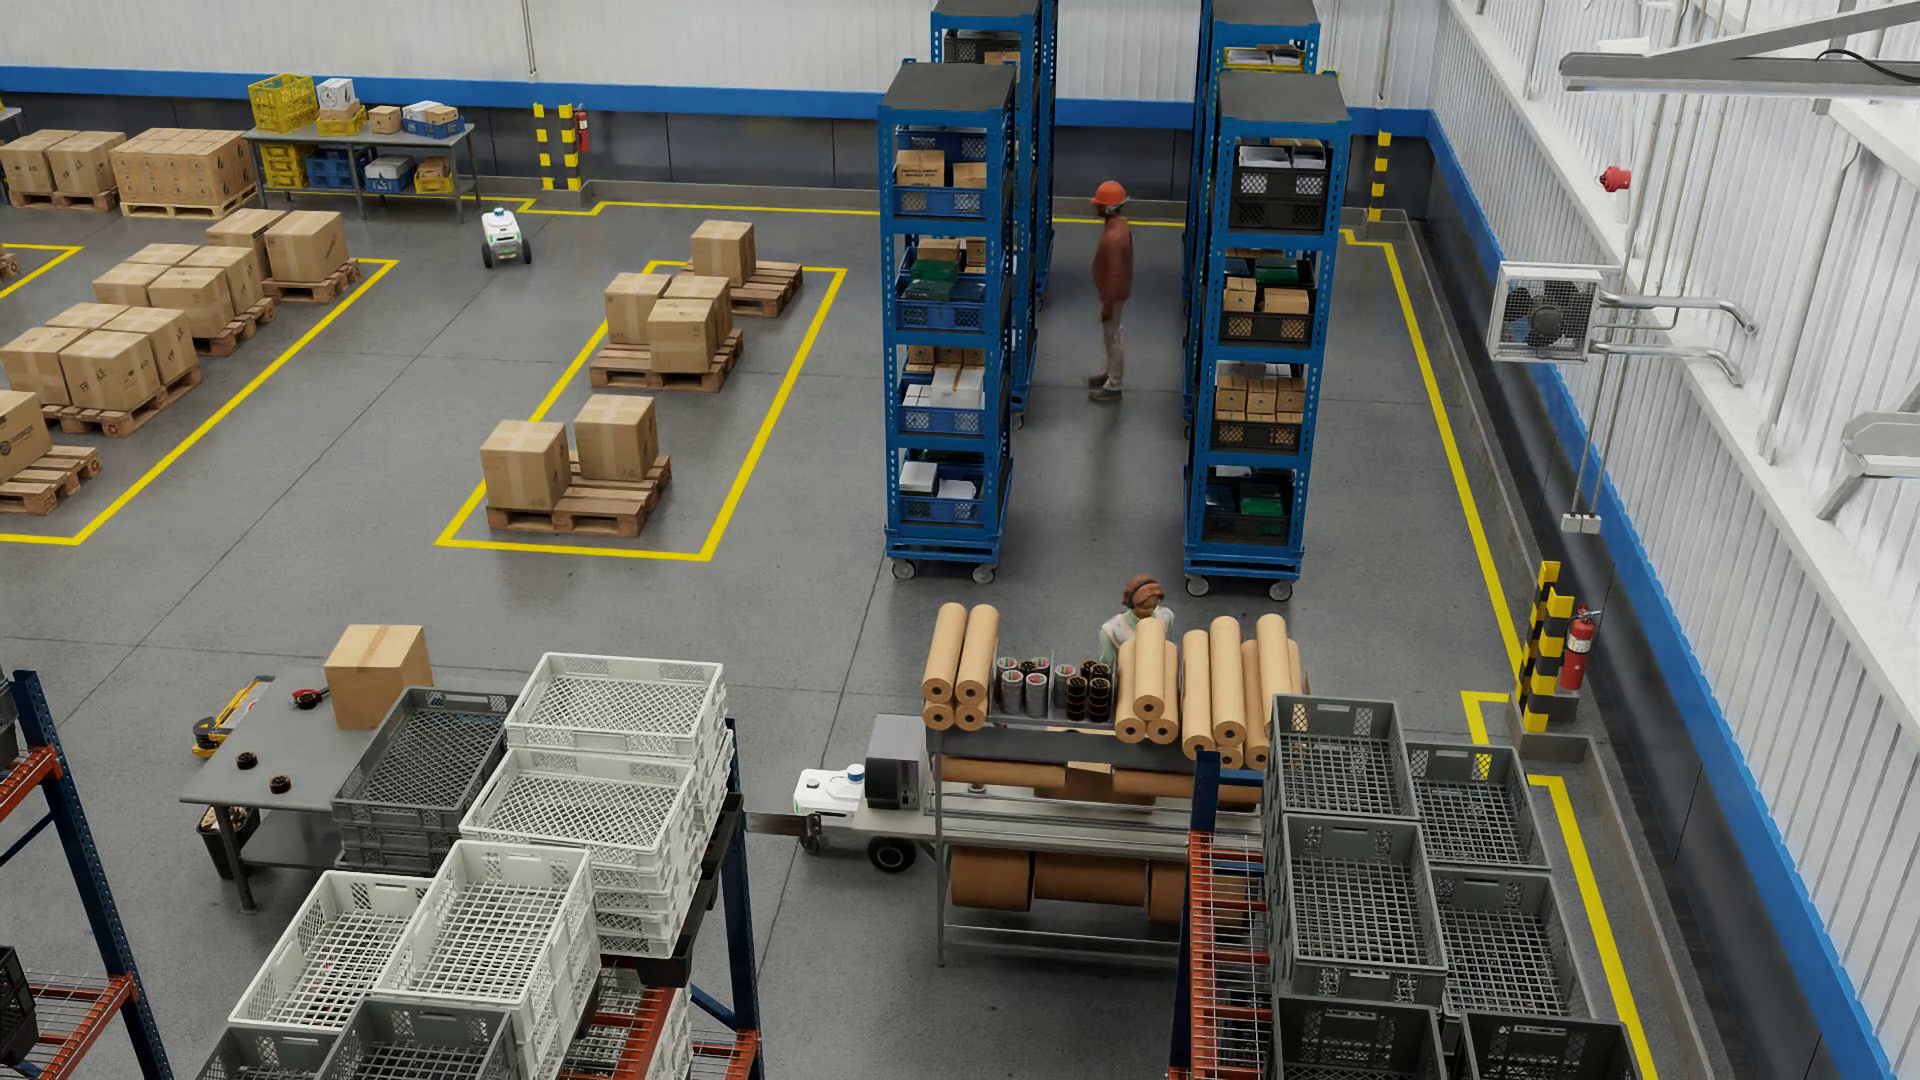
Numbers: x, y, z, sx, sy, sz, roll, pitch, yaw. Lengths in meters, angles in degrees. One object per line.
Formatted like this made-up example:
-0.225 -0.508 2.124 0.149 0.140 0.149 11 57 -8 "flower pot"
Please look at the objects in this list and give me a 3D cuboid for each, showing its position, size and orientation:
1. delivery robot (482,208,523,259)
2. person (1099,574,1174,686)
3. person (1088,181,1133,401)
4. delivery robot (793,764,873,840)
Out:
-4.971 -3.353 18.035 0.477 0.478 0.707 -11 32 -17 "delivery robot"
1.013 0.912 9.728 0.511 1.640 0.307 -17 34 -26 "person"
1.322 -2.207 14.737 0.396 1.992 0.623 4 30 6 "person"
-0.600 1.521 9.663 0.707 0.478 0.477 4 31 7 "delivery robot"
